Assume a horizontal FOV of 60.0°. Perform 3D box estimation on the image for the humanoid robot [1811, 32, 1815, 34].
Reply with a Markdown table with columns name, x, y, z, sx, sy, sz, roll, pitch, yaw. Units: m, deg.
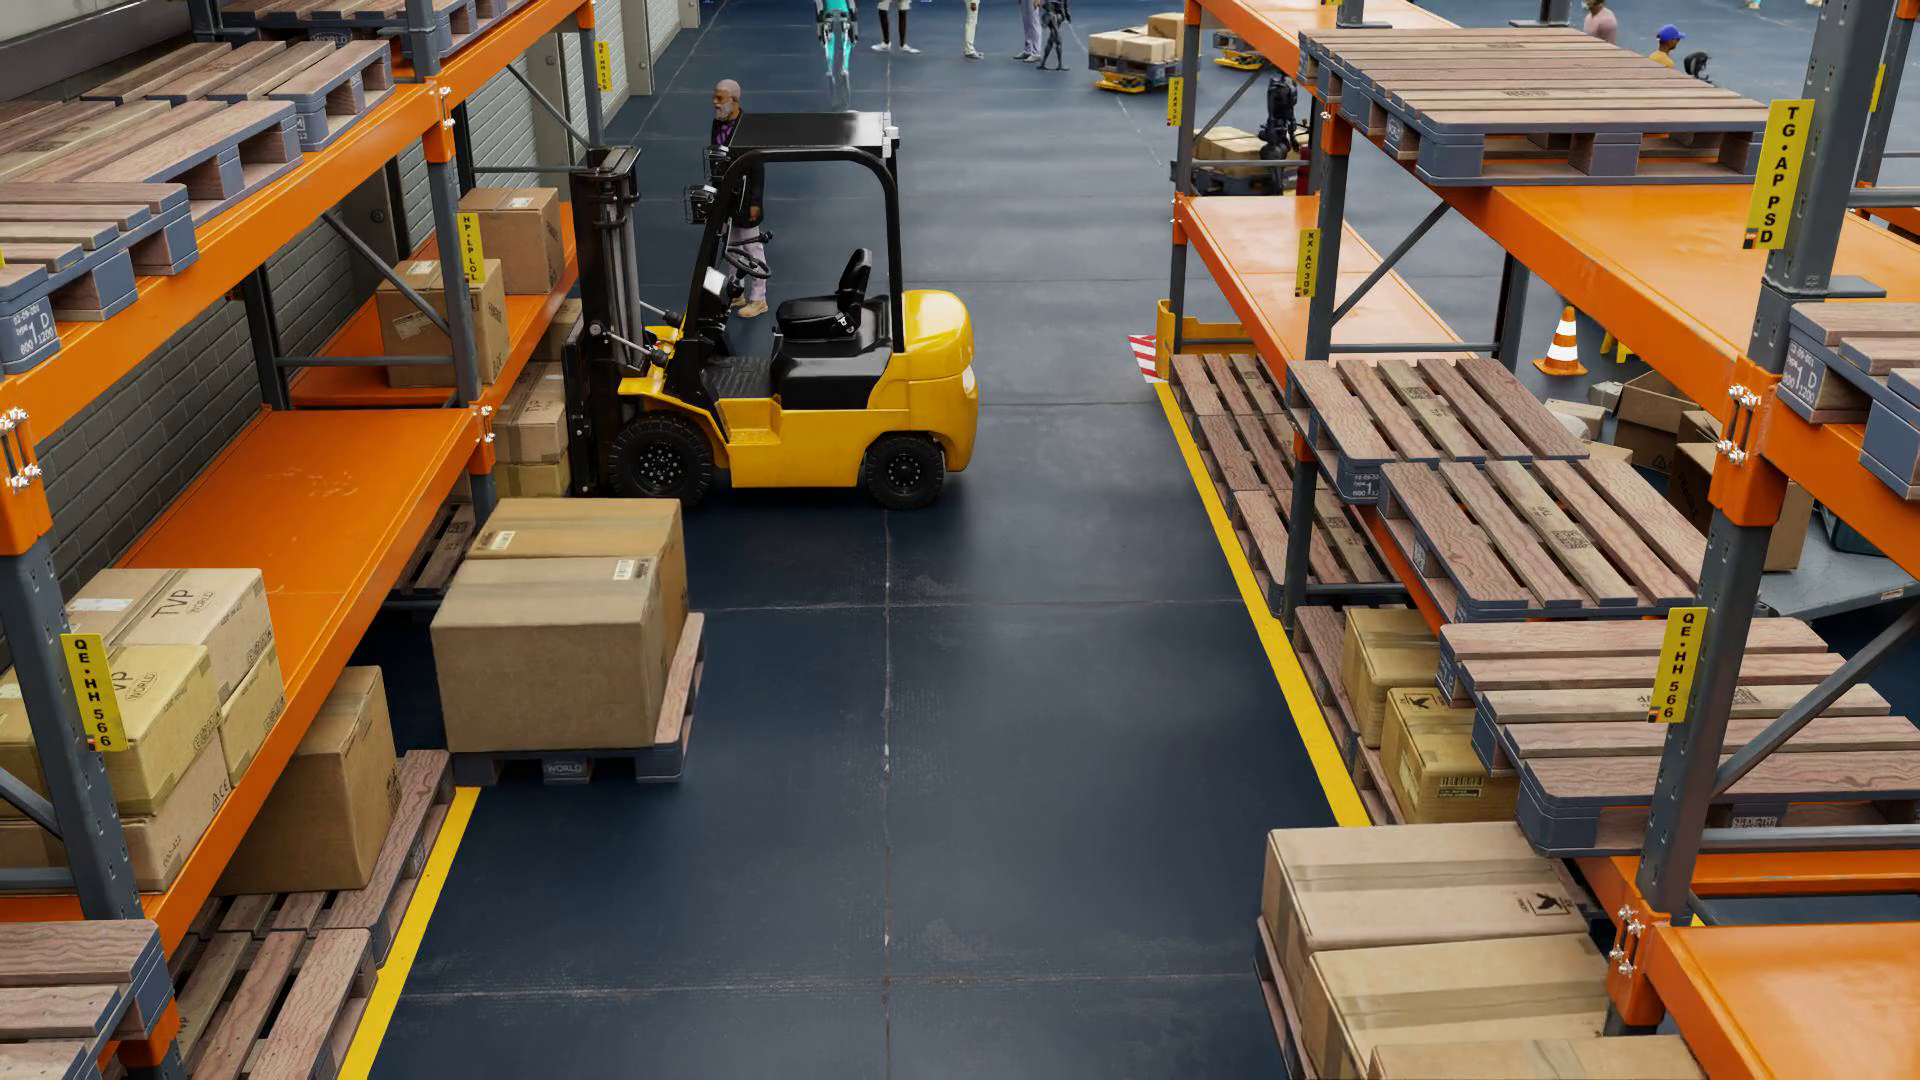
| name | x | y | z | sx | sy | sz | roll | pitch | yaw |
| --- | --- | --- | --- | --- | --- | --- | --- | --- | --- |
| humanoid robot | 14.187 | -8.888 | 26.543 | 0.758 | 1.610 | 0.608 | 15 | 29 | 29 |

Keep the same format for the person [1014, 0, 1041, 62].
| name | x | y | z | sx | sy | sz | roll | pitch | yaw |
| --- | --- | --- | --- | --- | --- | --- | --- | --- | --- |
| person | 1.044 | -7.933 | 24.257 | 0.373 | 1.843 | 0.568 | -10 | 27 | -20 |

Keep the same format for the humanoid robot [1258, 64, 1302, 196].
| name | x | y | z | sx | sy | sz | roll | pitch | yaw |
| --- | --- | --- | --- | --- | --- | --- | --- | --- | --- |
| humanoid robot | 3.027 | -3.766 | 15.685 | 0.590 | 1.643 | 0.619 | 16 | 30 | 31 |

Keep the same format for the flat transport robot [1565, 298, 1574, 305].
| name | x | y | z | sx | sy | sz | roll | pitch | yaw |
| --- | --- | --- | --- | --- | --- | --- | --- | --- | --- |
| flat transport robot | 5.702 | -2.057 | 13.659 | 1.431 | 0.231 | 0.659 | 4 | 26 | 9 |

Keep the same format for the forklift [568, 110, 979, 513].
| name | x | y | z | sx | sy | sz | roll | pitch | yaw |
| --- | --- | --- | --- | --- | --- | --- | --- | --- | --- |
| forklift | -1.043 | -1.379 | 9.976 | 2.313 | 2.155 | 1.214 | -1 | 25 | -2 |

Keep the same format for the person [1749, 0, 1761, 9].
| name | x | y | z | sx | sy | sz | roll | pitch | yaw |
| --- | --- | --- | --- | --- | --- | --- | --- | --- | --- |
| person | 14.294 | -10.420 | 29.525 | 0.495 | 1.838 | 1.069 | 10 | 27 | 19 |

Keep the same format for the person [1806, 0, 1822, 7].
| name | x | y | z | sx | sy | sz | roll | pitch | yaw |
| --- | --- | --- | --- | --- | --- | --- | --- | --- | --- |
| person | 15.541 | -10.511 | 29.679 | 0.403 | 1.886 | 0.624 | 5 | 26 | 10 |

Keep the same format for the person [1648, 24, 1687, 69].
| name | x | y | z | sx | sy | sz | roll | pitch | yaw |
| --- | --- | --- | --- | --- | --- | --- | --- | --- | --- |
| person | 6.967 | -4.268 | 16.645 | 0.345 | 1.719 | 0.439 | -4 | 26 | -8 |

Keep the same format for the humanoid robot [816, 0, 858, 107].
| name | x | y | z | sx | sy | sz | roll | pitch | yaw |
| --- | --- | --- | --- | --- | --- | --- | --- | --- | --- |
| humanoid robot | -1.562 | -6.329 | 21.048 | 0.543 | 1.810 | 0.721 | -1 | 25 | -1 |

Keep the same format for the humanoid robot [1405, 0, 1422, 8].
| name | x | y | z | sx | sy | sz | roll | pitch | yaw |
| --- | --- | --- | --- | --- | --- | --- | --- | --- | --- |
| humanoid robot | 5.340 | -5.797 | 19.922 | 0.328 | 1.653 | 0.601 | 21 | 32 | 37 |

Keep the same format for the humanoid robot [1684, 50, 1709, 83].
| name | x | y | z | sx | sy | sz | roll | pitch | yaw |
| --- | --- | --- | --- | --- | --- | --- | --- | --- | --- |
| humanoid robot | 6.989 | -3.801 | 15.755 | 0.700 | 1.632 | 0.611 | -7 | 26 | -14 |

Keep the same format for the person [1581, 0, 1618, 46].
| name | x | y | z | sx | sy | sz | roll | pitch | yaw |
| --- | --- | --- | --- | --- | --- | --- | --- | --- | --- |
| person | 6.876 | -5.045 | 18.073 | 0.458 | 1.910 | 0.666 | 2 | 25 | 4 |

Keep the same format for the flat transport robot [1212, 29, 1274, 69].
| name | x | y | z | sx | sy | sz | roll | pitch | yaw |
| --- | --- | --- | --- | --- | --- | --- | --- | --- | --- |
| flat transport robot | 4.457 | -7.038 | 24.207 | 1.431 | 0.231 | 0.659 | -16 | 30 | -30 |

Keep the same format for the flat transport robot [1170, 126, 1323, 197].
| name | x | y | z | sx | sy | sz | roll | pitch | yaw |
| --- | --- | --- | --- | --- | --- | --- | --- | --- | --- |
| flat transport robot | 2.899 | -3.492 | 16.699 | 0.659 | 0.231 | 1.431 | -16 | 30 | -30 |

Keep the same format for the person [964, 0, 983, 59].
| name | x | y | z | sx | sy | sz | roll | pitch | yaw |
| --- | --- | --- | --- | --- | --- | --- | --- | --- | --- |
| person | 0.218 | -8.006 | 24.530 | 0.349 | 1.743 | 0.565 | -1 | 25 | -1 |

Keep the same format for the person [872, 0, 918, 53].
| name | x | y | z | sx | sy | sz | roll | pitch | yaw |
| --- | --- | --- | --- | --- | --- | --- | --- | --- | --- |
| person | -0.977 | -8.264 | 24.944 | 0.723 | 1.865 | 0.340 | 1 | 25 | 2 |

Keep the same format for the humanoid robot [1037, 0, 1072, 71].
| name | x | y | z | sx | sy | sz | roll | pitch | yaw |
| --- | --- | --- | --- | --- | --- | --- | --- | --- | --- |
| humanoid robot | 1.374 | -7.467 | 23.493 | 0.586 | 1.633 | 0.610 | 17 | 30 | 31 |

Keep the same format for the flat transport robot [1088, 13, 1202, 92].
| name | x | y | z | sx | sy | sz | roll | pitch | yaw |
| --- | --- | --- | --- | --- | --- | --- | --- | --- | --- |
| flat transport robot | 2.529 | -6.303 | 22.650 | 0.659 | 0.231 | 1.431 | 23 | 34 | 40 |

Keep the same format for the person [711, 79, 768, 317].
| name | x | y | z | sx | sy | sz | roll | pitch | yaw |
| --- | --- | --- | --- | --- | --- | --- | --- | --- | --- |
| person | -1.756 | -2.701 | 13.165 | 0.539 | 1.854 | 0.408 | 22 | 33 | 39 |
